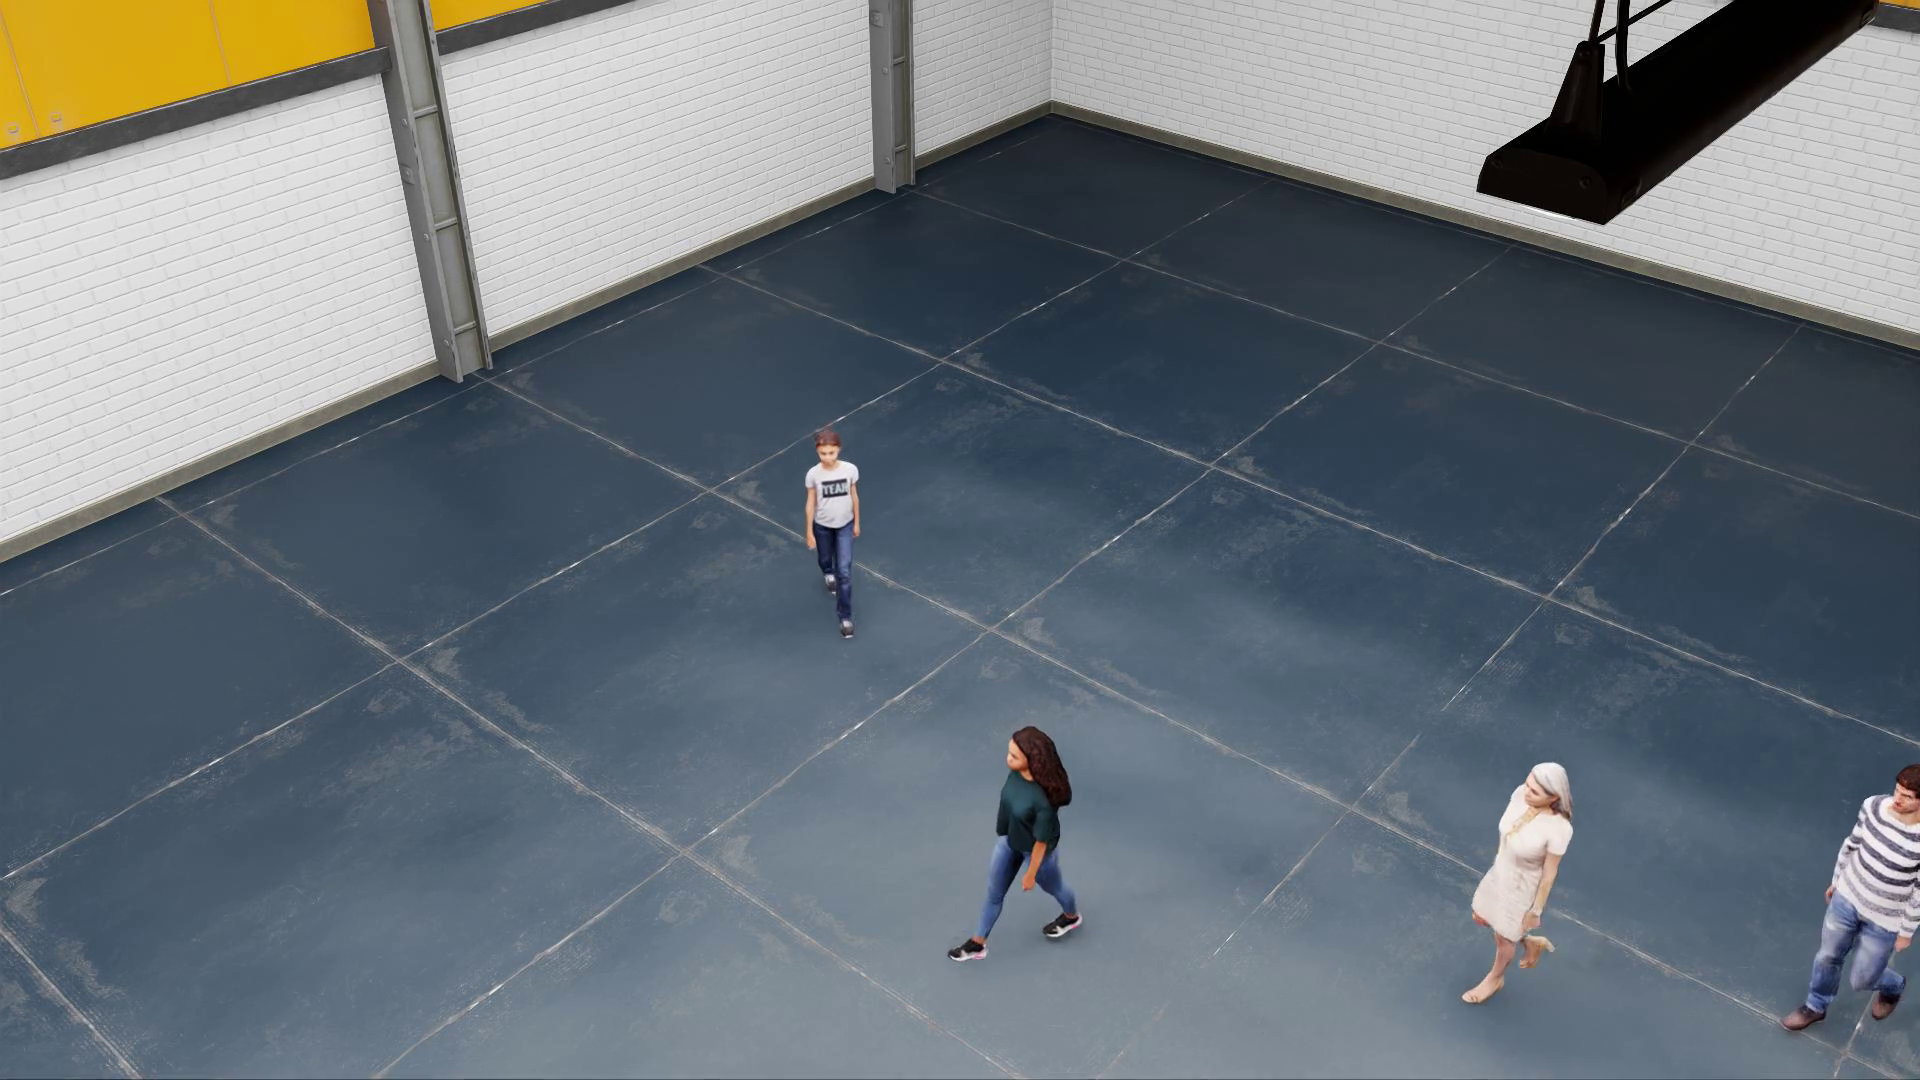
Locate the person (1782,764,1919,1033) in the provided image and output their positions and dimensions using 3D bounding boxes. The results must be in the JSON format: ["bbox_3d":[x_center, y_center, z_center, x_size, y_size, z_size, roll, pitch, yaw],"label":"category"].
[{"bbox_3d":[4.825,1.876,8.670,0.990,1.840,0.866,-13,36,-19],"label":"person"}]

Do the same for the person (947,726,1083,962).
[{"bbox_3d":[0.466,1.683,9.206,1.159,1.569,0.888,-15,37,-22],"label":"person"}]

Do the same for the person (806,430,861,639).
[{"bbox_3d":[-0.930,-0.150,11.999,1.041,1.531,1.059,-6,34,-8],"label":"person"}]

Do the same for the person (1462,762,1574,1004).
[{"bbox_3d":[3.050,1.823,8.855,0.895,1.725,0.816,-8,35,-12],"label":"person"}]
